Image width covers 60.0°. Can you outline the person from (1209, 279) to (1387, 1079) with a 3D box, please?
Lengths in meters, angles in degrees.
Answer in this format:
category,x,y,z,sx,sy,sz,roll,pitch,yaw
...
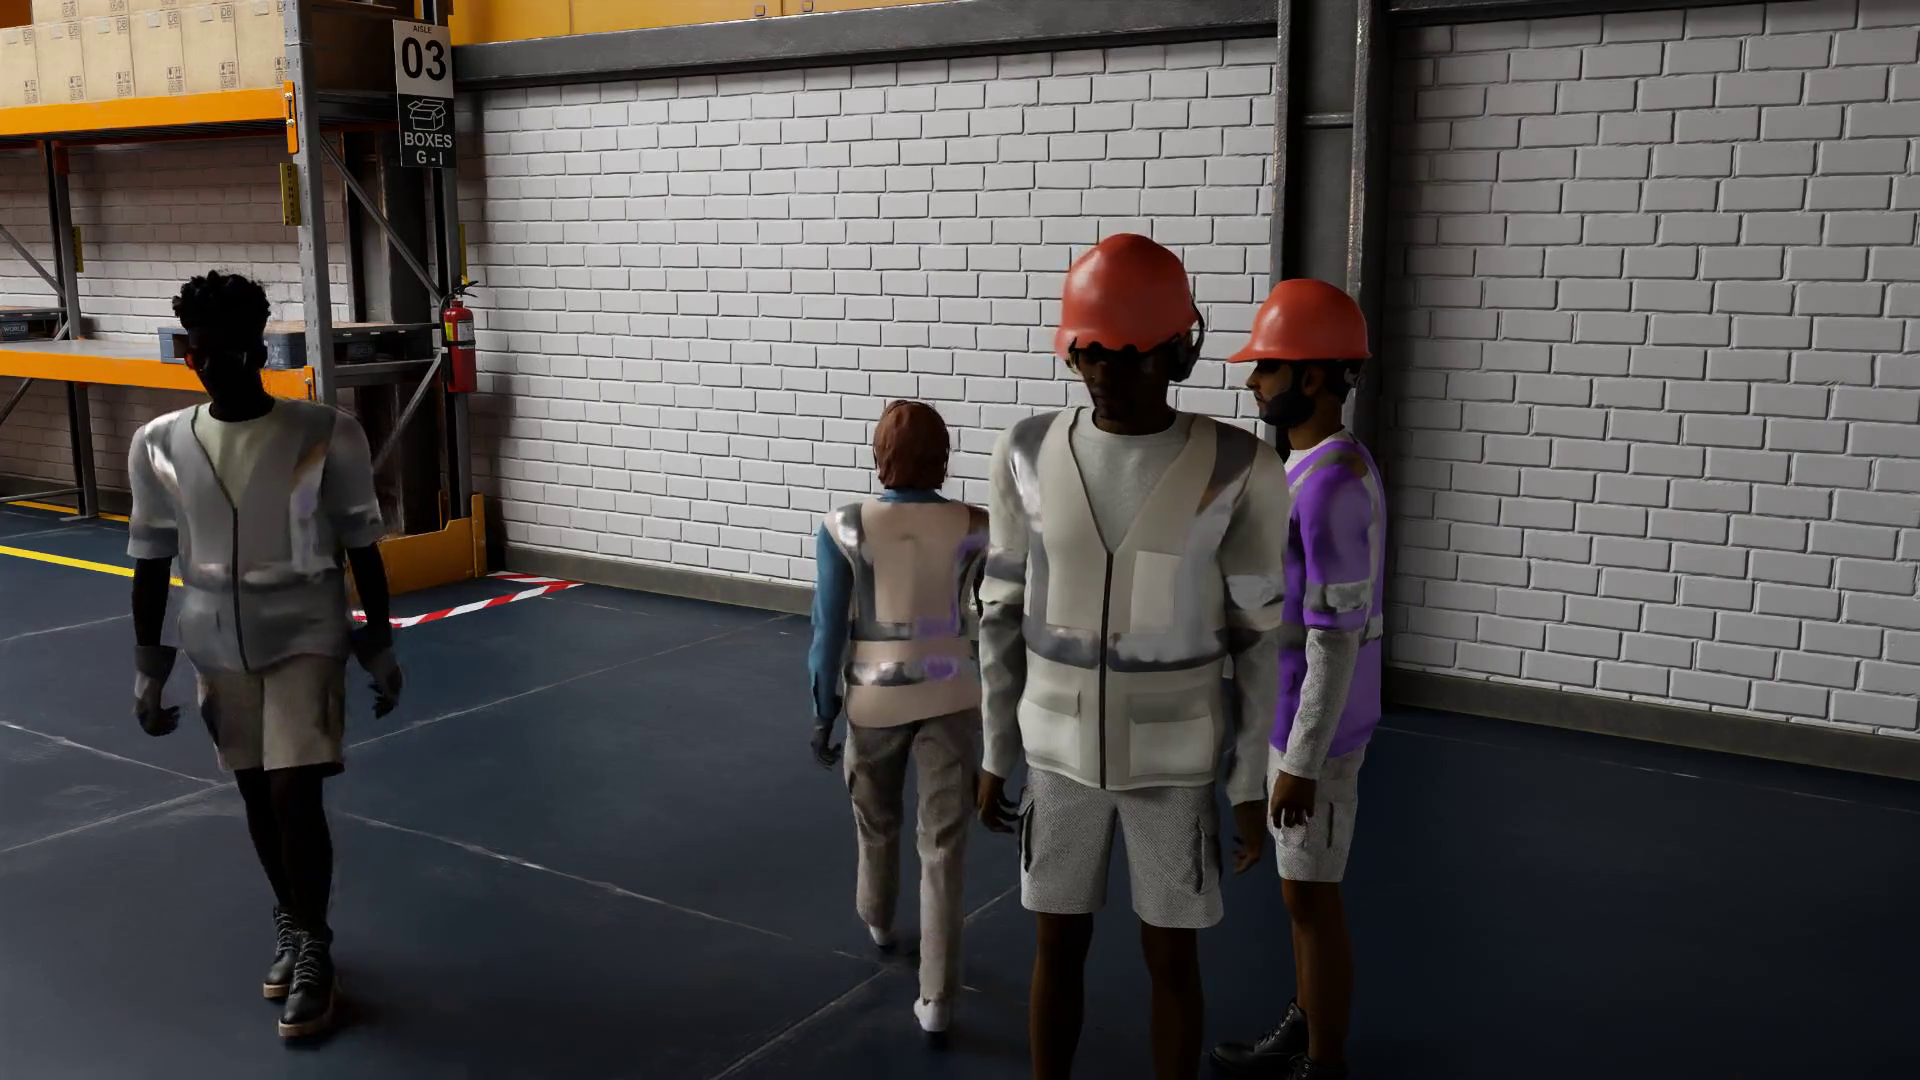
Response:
category,x,y,z,sx,sy,sz,roll,pitch,yaw
person,0.756,0.395,3.730,0.356,1.938,0.543,1,10,8

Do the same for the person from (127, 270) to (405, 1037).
category,x,y,z,sx,sy,sz,roll,pitch,yaw
person,-1.806,0.296,4.248,0.647,1.939,0.710,0,10,-2

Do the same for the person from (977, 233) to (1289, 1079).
category,x,y,z,sx,sy,sz,roll,pitch,yaw
person,0.315,0.429,3.276,0.605,2.033,0.399,3,11,18

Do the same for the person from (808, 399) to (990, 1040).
category,x,y,z,sx,sy,sz,roll,pitch,yaw
person,-0.125,0.436,4.407,0.543,1.597,0.838,-1,10,-5
